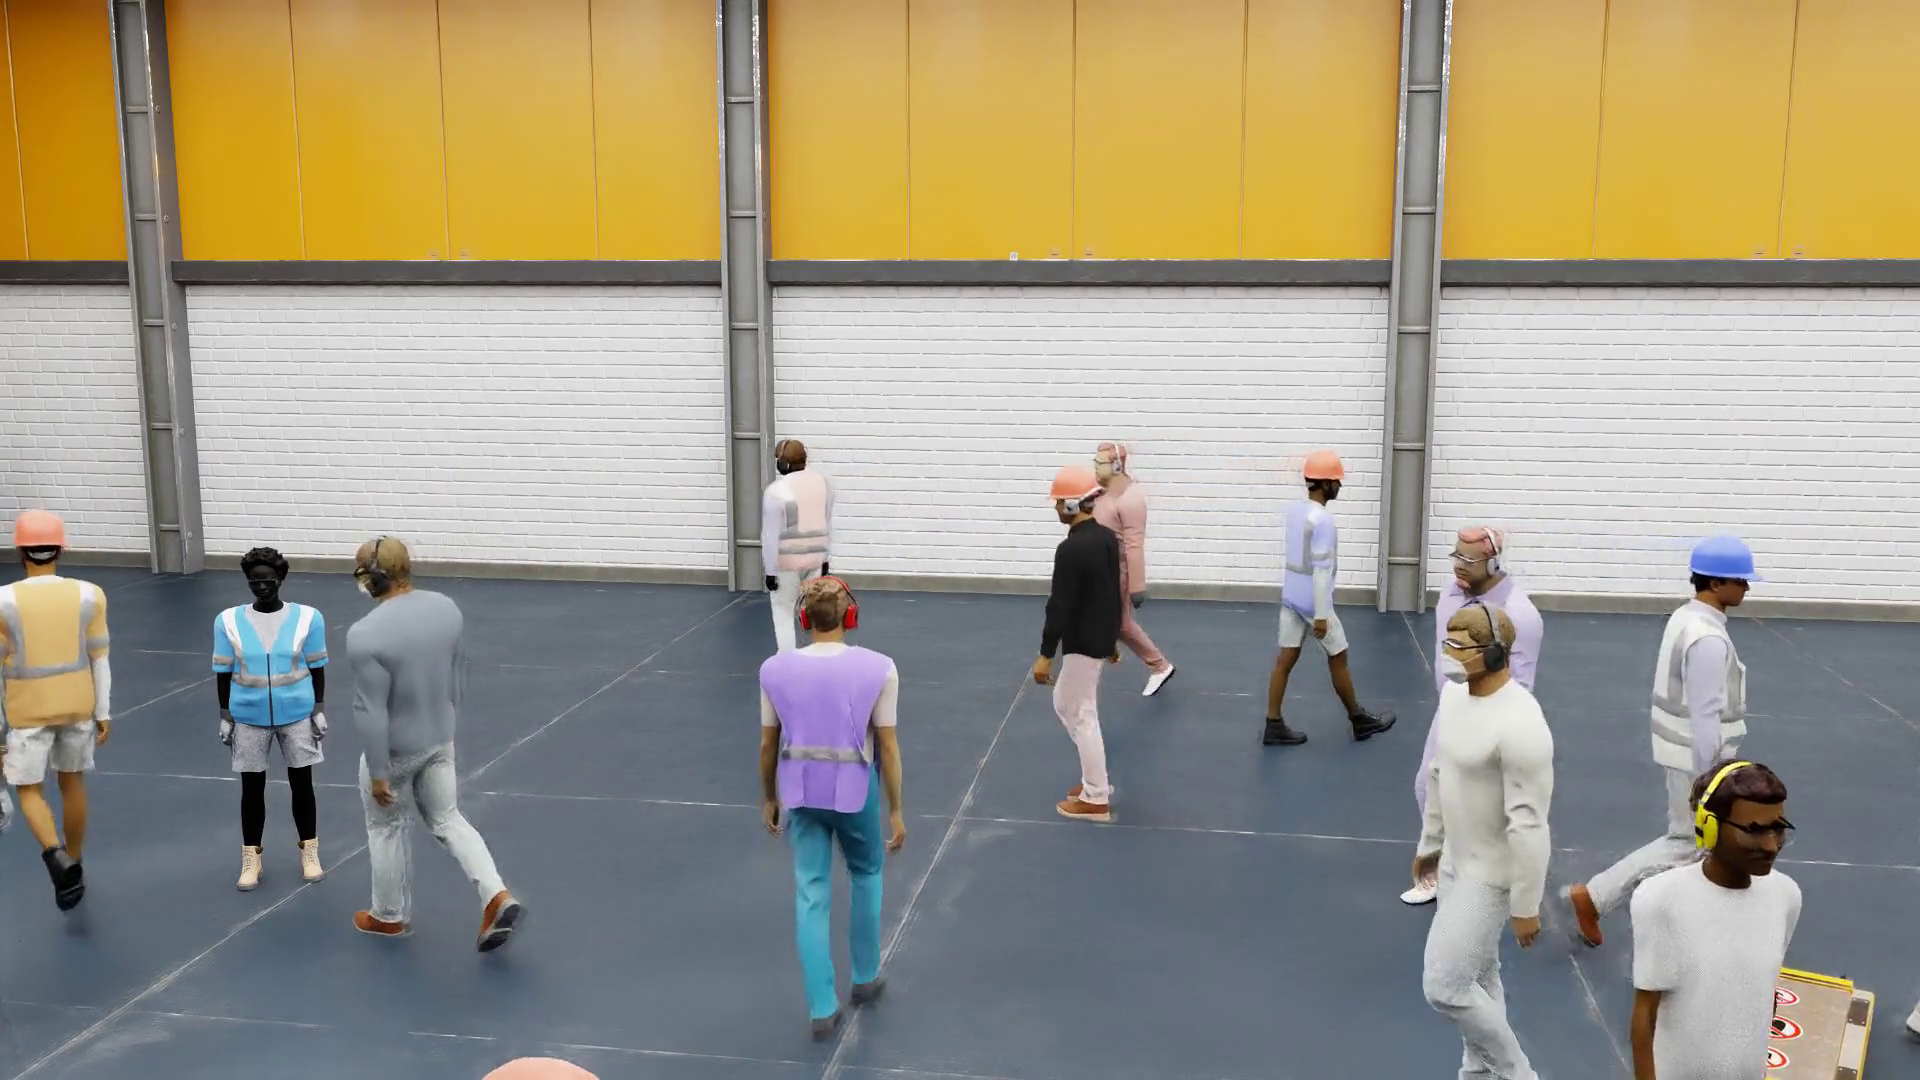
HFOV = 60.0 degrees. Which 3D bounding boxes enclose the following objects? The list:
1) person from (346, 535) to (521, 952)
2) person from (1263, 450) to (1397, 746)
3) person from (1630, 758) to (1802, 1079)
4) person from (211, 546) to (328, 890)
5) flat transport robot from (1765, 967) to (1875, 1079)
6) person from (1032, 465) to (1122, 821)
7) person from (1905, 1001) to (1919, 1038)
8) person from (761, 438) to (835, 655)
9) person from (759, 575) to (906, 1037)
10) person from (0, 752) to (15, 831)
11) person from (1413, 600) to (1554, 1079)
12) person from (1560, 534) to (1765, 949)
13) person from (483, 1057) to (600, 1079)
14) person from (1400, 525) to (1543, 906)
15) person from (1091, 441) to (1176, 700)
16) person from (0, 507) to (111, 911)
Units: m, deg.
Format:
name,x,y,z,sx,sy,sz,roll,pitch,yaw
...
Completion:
name,x,y,z,sx,sy,sz,roll,pitch,yaw
person,-2.385,0.913,7.346,0.908,1.898,0.626,6,11,32
person,2.358,0.376,10.605,0.930,1.896,0.569,-3,10,-16
person,1.922,1.443,4.305,0.518,1.821,0.994,-1,9,-8
person,-3.385,0.868,8.200,0.533,1.697,0.318,-3,10,-20
flat transport robot,3.046,1.890,6.284,0.652,0.197,1.431,6,11,31
person,0.655,0.573,9.172,0.493,1.970,0.647,4,10,24
person,4.106,1.232,6.285,0.881,1.590,0.532,5,10,28
person,-1.163,0.165,12.148,0.640,1.821,0.586,-9,13,-43
person,-0.499,1.037,6.764,0.609,1.816,0.744,1,9,8
person,-4.265,1.016,6.861,0.568,1.828,0.902,-7,11,-35
person,1.770,1.153,5.750,0.436,1.926,0.642,0,9,-1
person,3.122,0.916,7.233,0.830,1.924,0.620,3,10,17
person,-0.643,1.682,2.585,0.996,1.879,0.554,5,11,29
person,2.404,0.850,7.770,0.691,1.870,0.660,-4,10,-23
person,1.114,0.229,11.628,0.917,1.872,0.642,-2,10,-15
person,-4.289,0.811,7.879,0.548,1.921,0.725,-8,12,-41
